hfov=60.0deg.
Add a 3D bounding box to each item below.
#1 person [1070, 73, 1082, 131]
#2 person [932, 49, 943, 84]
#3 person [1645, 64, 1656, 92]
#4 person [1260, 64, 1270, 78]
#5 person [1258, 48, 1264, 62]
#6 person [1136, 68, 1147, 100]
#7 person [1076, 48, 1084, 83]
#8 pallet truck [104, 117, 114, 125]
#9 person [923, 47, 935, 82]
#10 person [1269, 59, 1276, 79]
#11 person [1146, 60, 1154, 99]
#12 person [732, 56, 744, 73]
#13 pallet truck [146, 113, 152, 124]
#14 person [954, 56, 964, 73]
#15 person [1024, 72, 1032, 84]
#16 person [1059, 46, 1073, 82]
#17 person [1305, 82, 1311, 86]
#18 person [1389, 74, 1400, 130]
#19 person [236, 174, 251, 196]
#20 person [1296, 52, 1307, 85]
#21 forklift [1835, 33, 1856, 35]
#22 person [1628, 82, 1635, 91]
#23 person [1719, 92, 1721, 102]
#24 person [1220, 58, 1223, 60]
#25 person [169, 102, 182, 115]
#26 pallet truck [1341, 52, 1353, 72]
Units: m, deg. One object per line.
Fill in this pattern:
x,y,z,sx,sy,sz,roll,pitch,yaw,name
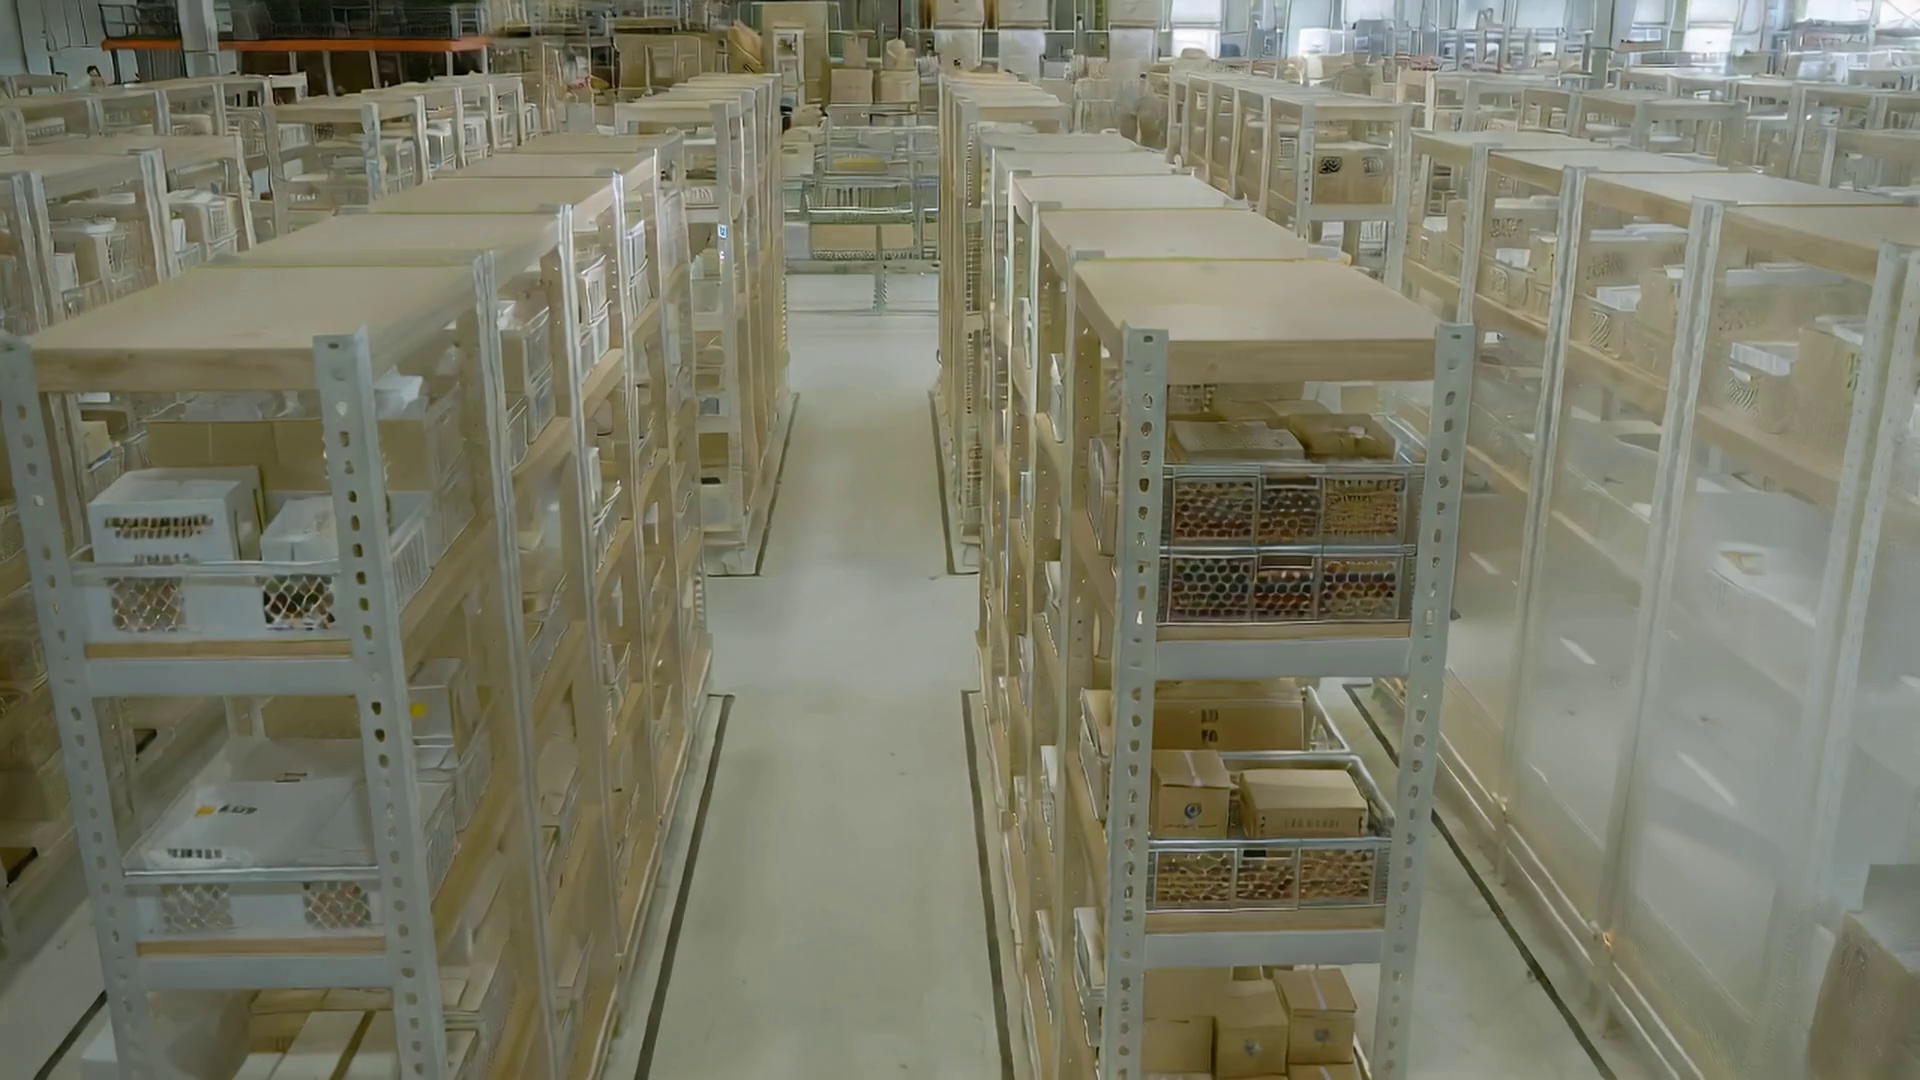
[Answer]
4.005,-15.192,57.736,0.361,1.964,0.614,-8,20,-24,person
-1.238,-25.986,91.339,0.633,1.842,0.429,-8,20,-23,person
30.786,-20.415,74.054,0.574,1.876,0.355,-6,19,-19,person
12.490,-18.555,68.226,0.391,1.916,0.590,-9,20,-25,person
16.318,-25.718,90.372,0.375,1.928,0.542,0,18,0,person
6.992,-17.163,63.910,0.671,1.913,0.565,16,24,41,person
6.643,-26.409,92.536,0.480,1.906,0.631,13,22,35,person
-18.367,-7.885,35.078,1.885,1.965,0.823,1,18,2,pallet truck
-1.827,-26.671,93.334,0.754,1.921,0.615,14,23,37,person
15.110,-22.397,80.484,0.535,1.693,0.321,-16,24,-40,person
8.717,-20.844,75.464,0.742,1.824,0.523,-6,19,-18,person
-10.617,-22.289,79.835,0.575,1.882,0.359,0,18,0,person
-18.087,-8.309,36.390,1.885,1.965,0.823,-1,18,-4,pallet truck
-0.036,-24.013,85.452,0.487,1.707,0.869,-4,18,-13,person
2.587,-16.579,62.249,0.873,1.839,0.519,6,19,17,person
6.030,-26.681,93.323,0.953,1.965,0.613,-6,19,-17,person
11.898,-14.862,57.156,0.320,1.692,0.534,6,19,19,person
15.282,-15.279,58.090,0.778,1.919,0.545,-3,18,-10,person
-16.137,-8.459,37.032,0.646,1.893,0.428,-1,18,-2,person
17.075,-23.383,83.130,0.354,1.937,0.635,-17,24,-42,person
46.056,-25.071,86.845,1.129,2.768,1.873,-1,18,-2,forklift
25.151,-16.730,62.616,0.758,1.896,0.590,-9,20,-25,person
24.453,-13.672,53.010,0.618,1.976,0.663,6,19,19,person
12.039,-21.329,76.940,0.619,1.838,0.430,-4,18,-12,person
-19.510,-10.001,41.651,1.050,1.993,0.614,-5,19,-16,person
18.794,-23.123,82.231,0.823,1.965,1.885,-13,22,-35,pallet truck
